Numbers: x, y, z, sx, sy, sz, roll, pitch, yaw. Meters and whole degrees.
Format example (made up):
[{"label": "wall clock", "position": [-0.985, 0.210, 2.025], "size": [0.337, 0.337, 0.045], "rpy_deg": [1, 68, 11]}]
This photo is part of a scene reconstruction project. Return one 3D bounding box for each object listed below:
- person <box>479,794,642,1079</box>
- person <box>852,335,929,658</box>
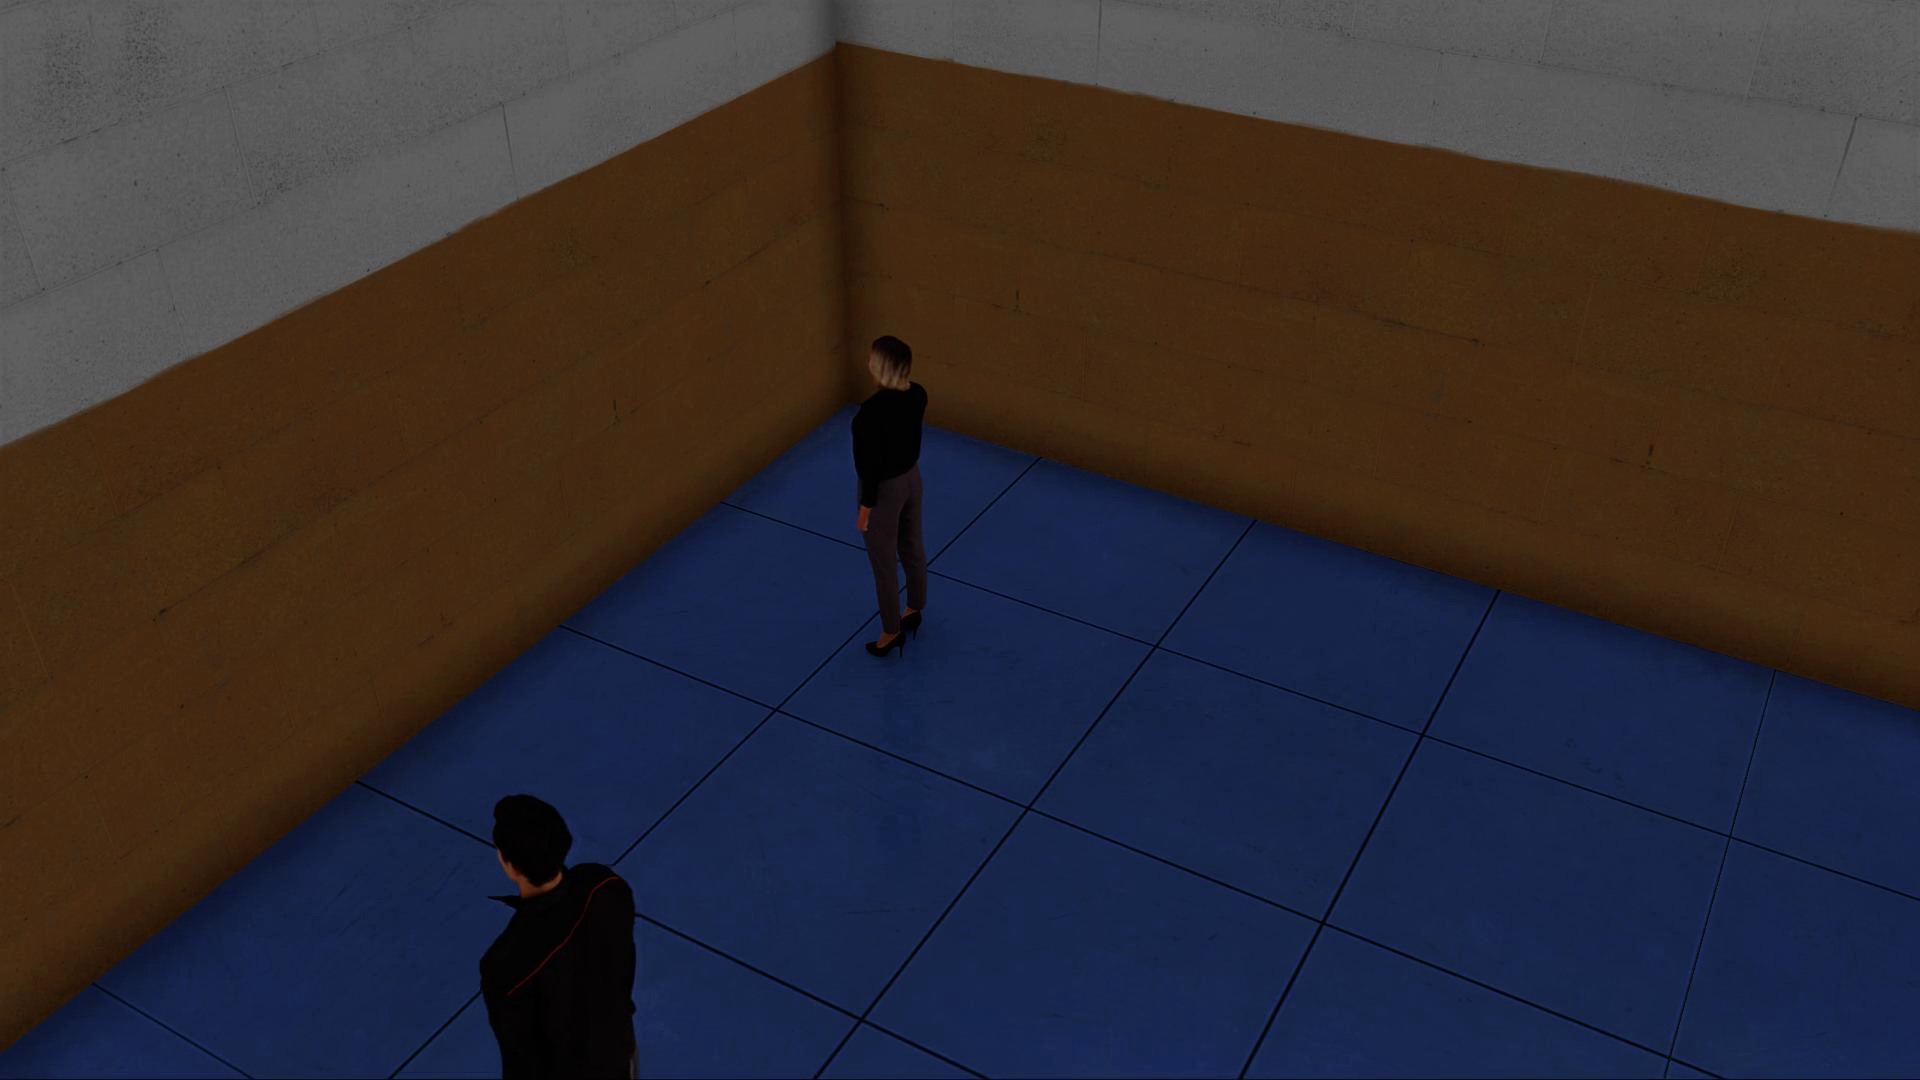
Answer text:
[{"label": "person", "position": [-1.132, 1.519, 4.915], "size": [0.768, 1.945, 0.531], "rpy_deg": [16, 37, 22]}, {"label": "person", "position": [-0.308, -0.172, 7.739], "size": [0.659, 1.633, 0.466], "rpy_deg": [20, 39, 27]}]
